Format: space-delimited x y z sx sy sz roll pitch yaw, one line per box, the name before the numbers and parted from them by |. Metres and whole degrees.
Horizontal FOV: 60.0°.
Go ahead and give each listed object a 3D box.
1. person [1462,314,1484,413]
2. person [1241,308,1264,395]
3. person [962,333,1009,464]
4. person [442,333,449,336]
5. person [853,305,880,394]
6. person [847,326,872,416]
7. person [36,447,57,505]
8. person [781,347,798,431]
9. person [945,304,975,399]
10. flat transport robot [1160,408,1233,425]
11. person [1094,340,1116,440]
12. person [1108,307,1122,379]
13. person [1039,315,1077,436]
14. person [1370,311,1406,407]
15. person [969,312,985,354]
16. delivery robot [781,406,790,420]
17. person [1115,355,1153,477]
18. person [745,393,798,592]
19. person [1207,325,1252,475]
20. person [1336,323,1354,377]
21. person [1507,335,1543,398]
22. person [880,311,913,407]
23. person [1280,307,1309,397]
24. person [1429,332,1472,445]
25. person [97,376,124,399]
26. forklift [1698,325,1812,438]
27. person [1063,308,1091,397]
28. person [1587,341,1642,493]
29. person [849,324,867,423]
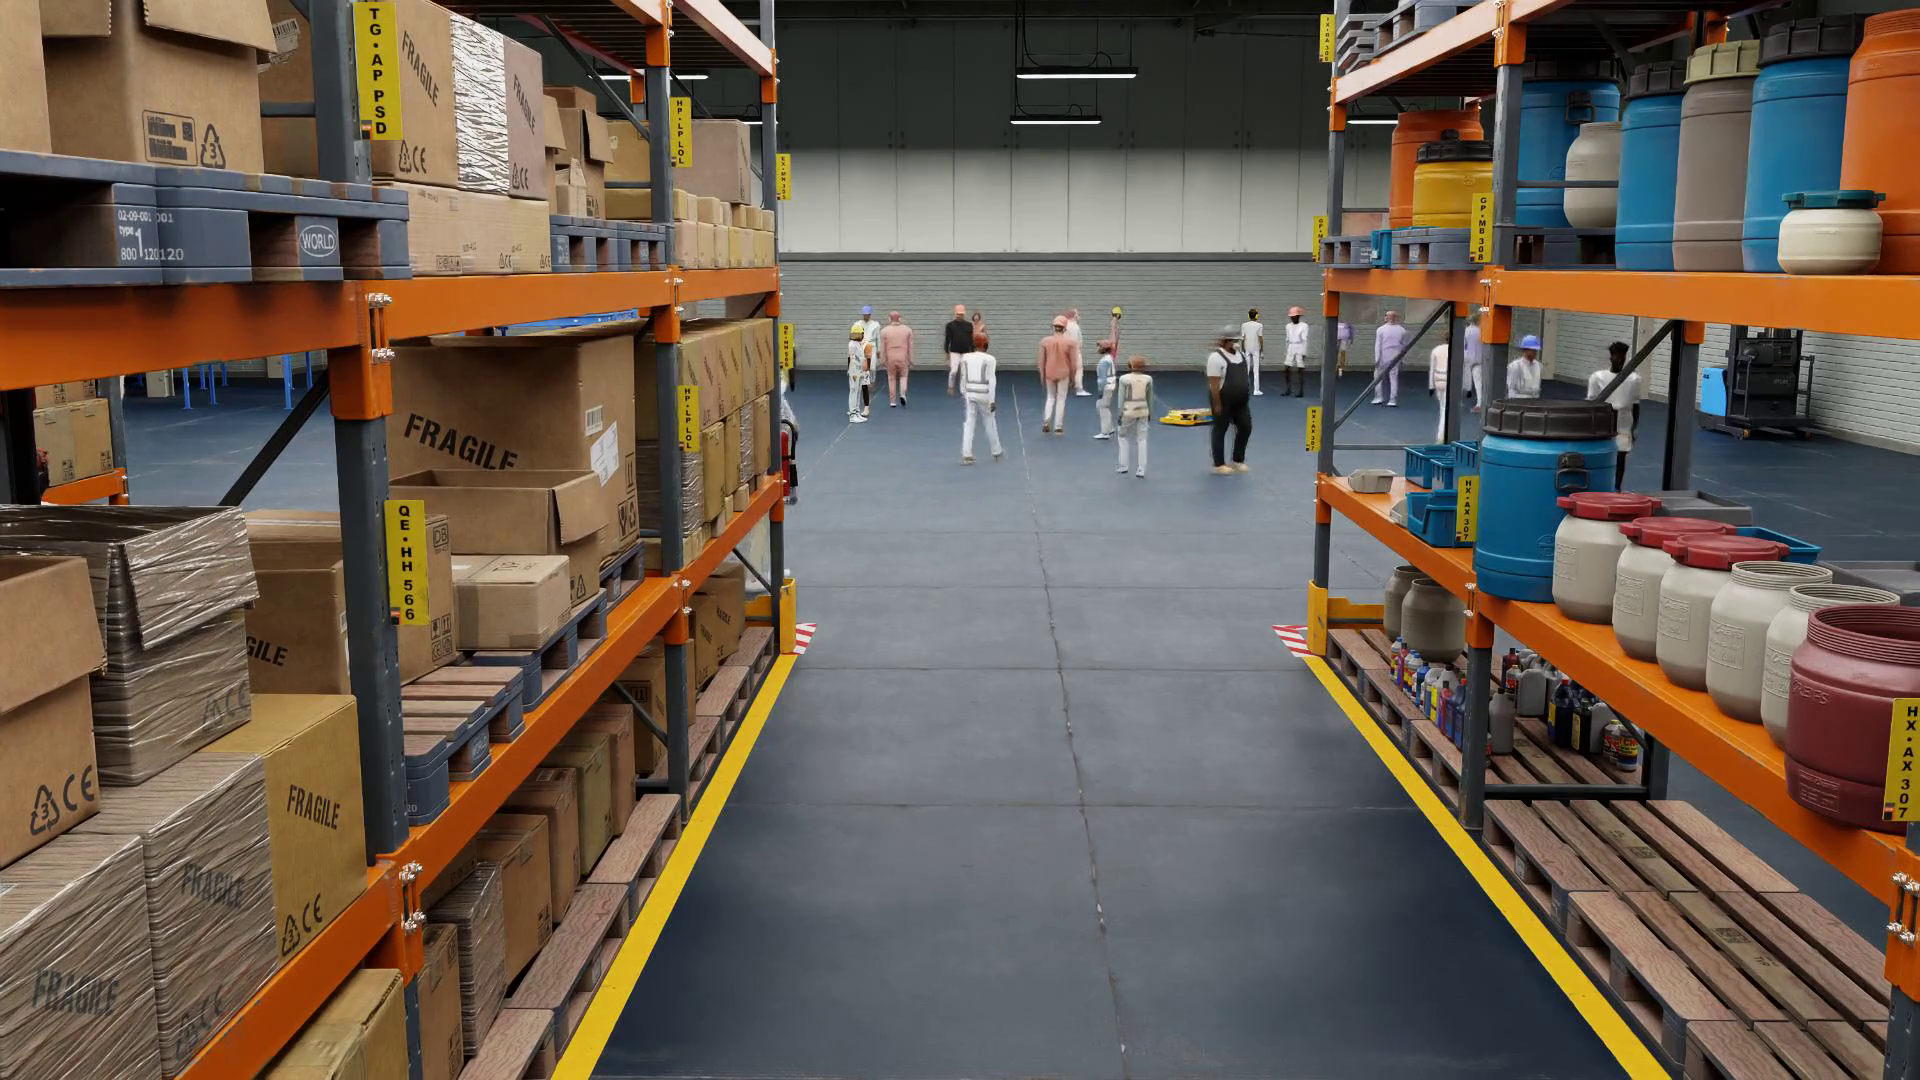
person | 9.777 -3.396 31.939 0.699 1.851 1.062 -3 10 -17
person | 6.323 -4.067 35.920 0.508 1.872 0.329 5 11 29
person | 0.344 -2.027 23.771 0.628 1.838 0.933 7 12 35
person | -8.974 -2.929 29.169 0.513 1.846 0.340 -1 10 -8
person | -2.041 -4.143 36.218 0.626 1.927 0.449 0 9 2
person | -1.881 -3.159 30.996 0.536 1.697 0.318 5 11 29
person | -4.922 0.441 8.881 0.574 1.882 0.358 0 9 0
person | -3.020 -2.702 27.956 0.618 1.810 0.946 7 12 38
person | 0.000 -3.976 35.051 0.617 1.982 0.466 -3 10 -16
flat transport robot | 4.333 -2.222 29.774 1.431 0.197 0.652 -7 12 -35
person | 2.347 -2.433 26.888 0.332 1.617 0.548 0 9 3
person | 3.806 -4.841 40.873 0.337 1.764 0.528 2 10 9
person | 1.636 -2.727 27.570 0.600 1.975 0.427 3 10 20
person | 8.514 -3.613 33.165 0.676 1.880 0.736 -2 10 -14
person | 0.390 -4.942 41.967 0.503 1.610 0.815 0 9 2
delivery robot | -2.908 -2.056 26.874 0.335 0.223 0.698 -2 10 -14
person | 2.320 -1.663 22.266 0.544 1.615 0.632 -3 10 -18
person | -1.655 -0.491 14.619 0.546 1.825 0.833 7 12 36
person | 3.667 -1.865 22.347 0.714 2.000 0.641 -7 12 -37
person | 9.594 -5.127 41.905 0.612 1.987 1.041 3 10 16
person | 7.487 -1.751 21.974 0.644 1.888 1.014 -4 10 -25
person | -1.264 -3.588 32.980 0.675 1.891 0.427 -1 10 -8
person | 7.089 -3.969 35.217 0.567 1.912 0.702 8 13 41
person | 7.757 -2.401 26.162 0.939 1.793 0.658 -8 13 -41
person | -13.297 -2.284 26.050 0.548 1.605 0.322 3 10 20
forklift | 13.248 -3.165 27.620 1.129 2.768 1.873 0 9 1
person | 2.342 -4.007 35.543 0.836 1.884 0.647 -4 10 -21
person | 7.665 -1.373 19.563 0.614 1.950 0.673 1 10 7
person | -1.840 -2.996 29.874 0.287 1.746 0.487 2 10 13
